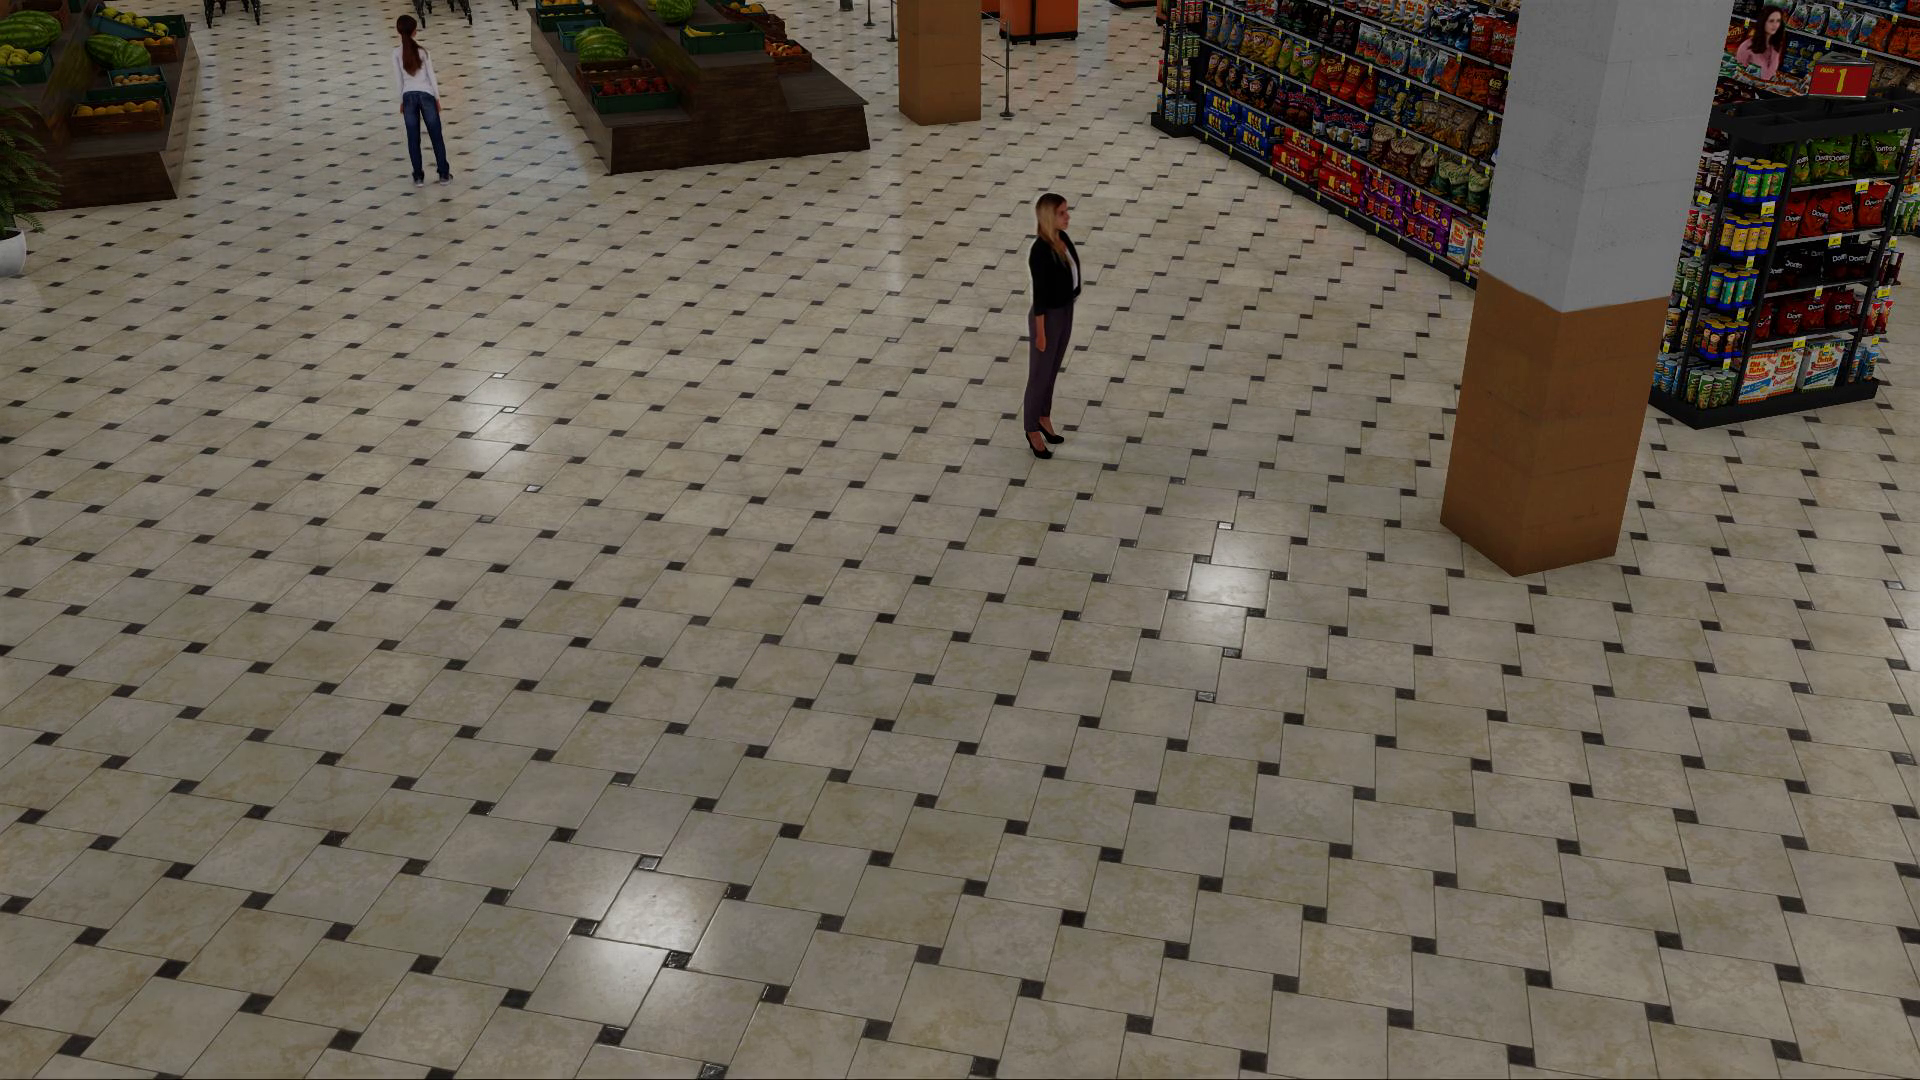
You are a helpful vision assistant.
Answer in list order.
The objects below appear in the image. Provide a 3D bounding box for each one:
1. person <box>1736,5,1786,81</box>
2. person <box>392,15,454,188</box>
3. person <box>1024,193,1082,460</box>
[{"bbox_3d":[6.920,-3.784,14.644,0.626,1.802,0.537,-7,30,-13],"label":"person"},{"bbox_3d":[-5.027,-4.071,15.424,0.563,1.557,0.543,-6,29,-10],"label":"person"},{"bbox_3d":[0.548,-1.331,10.288,0.740,1.671,0.679,12,31,22],"label":"person"}]
